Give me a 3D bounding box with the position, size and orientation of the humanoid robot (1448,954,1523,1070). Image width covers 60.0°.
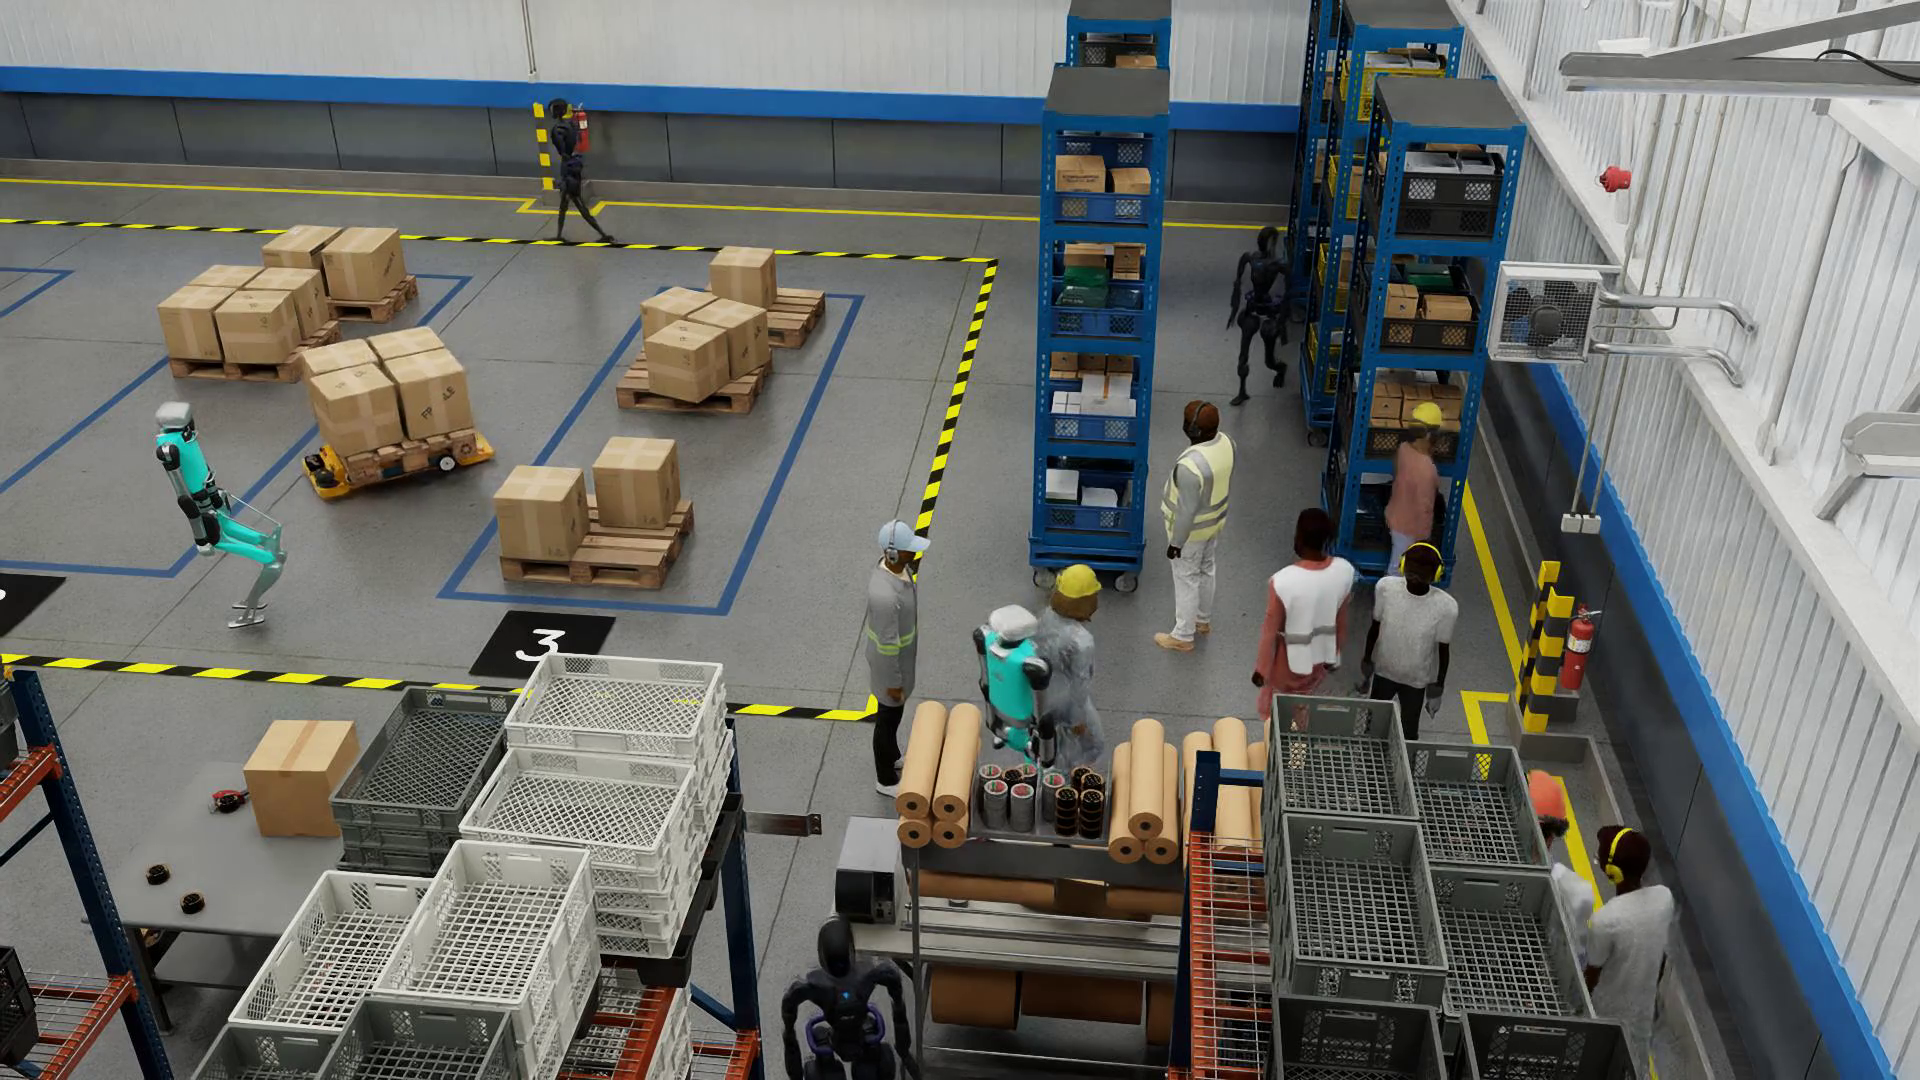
[{"bbox_3d":[2.263,2.313,7.299,0.591,1.656,0.422,3,30,5],"label":"humanoid robot"}]

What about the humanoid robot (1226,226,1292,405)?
[{"bbox_3d":[2.717,-2.032,14.784,0.602,1.629,0.692,21,36,32],"label":"humanoid robot"}]

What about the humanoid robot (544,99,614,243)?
[{"bbox_3d":[-4.262,-4.014,18.228,0.794,1.630,0.611,-2,30,-4],"label":"humanoid robot"}]

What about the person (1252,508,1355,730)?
[{"bbox_3d":[2.045,0.701,9.845,0.612,1.899,0.587,-16,34,-26],"label":"person"}]

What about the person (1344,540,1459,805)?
[{"bbox_3d":[2.569,0.811,9.702,0.508,1.865,0.337,18,35,28],"label":"person"}]

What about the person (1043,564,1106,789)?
[{"bbox_3d":[0.643,0.903,9.661,0.386,1.724,0.498,-15,33,-24],"label":"person"}]

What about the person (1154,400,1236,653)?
[{"bbox_3d":[1.576,-0.099,11.279,0.429,1.841,0.635,19,35,29],"label":"person"}]

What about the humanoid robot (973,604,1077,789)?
[{"bbox_3d":[0.465,1.120,9.411,0.751,1.897,0.548,-24,38,-35],"label":"humanoid robot"}]

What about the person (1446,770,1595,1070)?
[{"bbox_3d":[2.491,1.972,7.588,1.003,1.984,0.645,-24,38,-35],"label":"person"}]

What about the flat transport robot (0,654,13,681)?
[{"bbox_3d":[-7.142,0.969,11.010,1.431,0.231,0.659,3,30,6],"label":"flat transport robot"}]

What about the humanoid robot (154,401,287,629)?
[{"bbox_3d":[-4.967,-0.181,11.387,0.735,1.681,0.533,-5,31,-8],"label":"humanoid robot"}]

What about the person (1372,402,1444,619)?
[{"bbox_3d":[3.064,-0.100,11.402,0.315,1.730,0.553,-1,30,-2],"label":"person"}]

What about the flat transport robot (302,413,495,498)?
[{"bbox_3d":[-4.699,-0.732,13.903,1.431,0.197,0.652,-17,34,-26],"label":"flat transport robot"}]

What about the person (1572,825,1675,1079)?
[{"bbox_3d":[2.936,2.084,7.589,0.519,1.784,1.029,-13,33,-21],"label":"person"}]

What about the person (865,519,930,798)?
[{"bbox_3d":[-0.358,0.704,9.906,0.399,1.852,0.590,3,30,4],"label":"person"}]

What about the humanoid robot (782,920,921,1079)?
[{"bbox_3d":[-0.472,2.313,7.355,0.614,1.626,0.793,-8,31,-14],"label":"humanoid robot"}]
